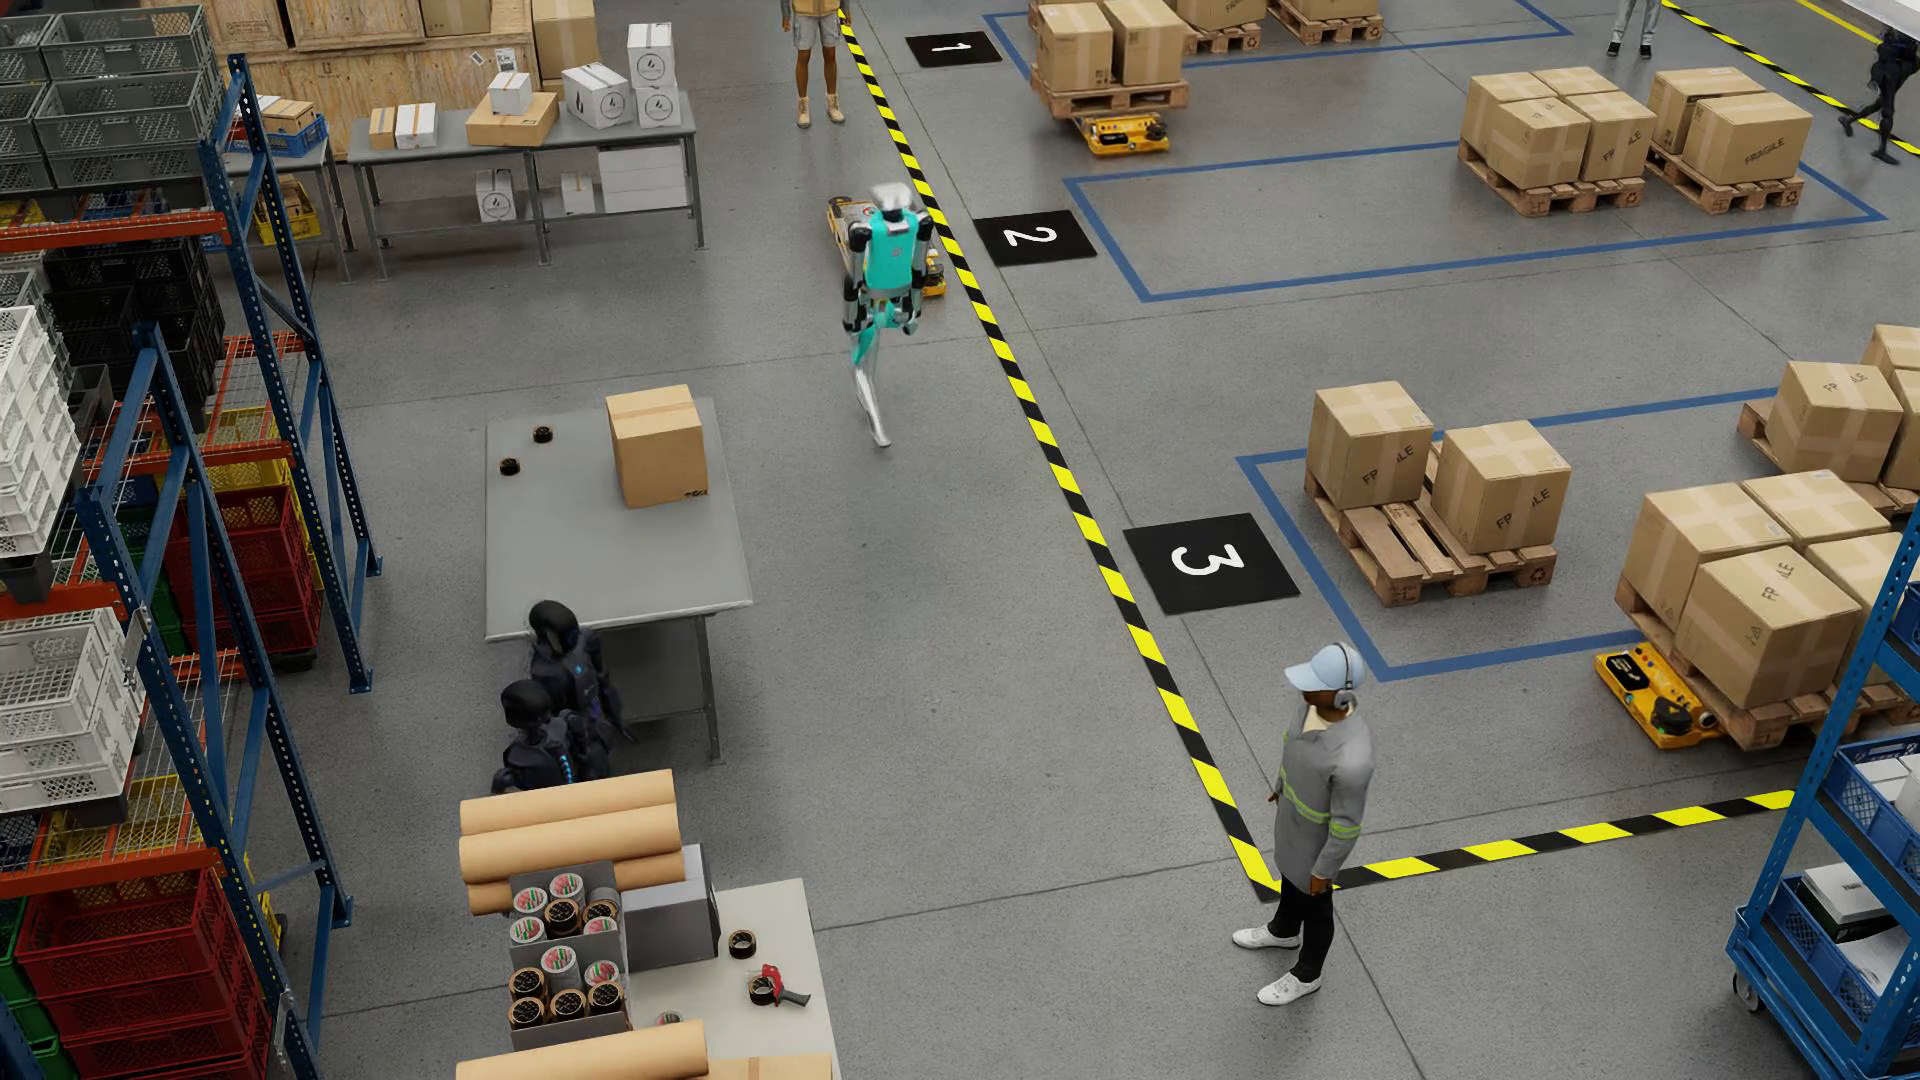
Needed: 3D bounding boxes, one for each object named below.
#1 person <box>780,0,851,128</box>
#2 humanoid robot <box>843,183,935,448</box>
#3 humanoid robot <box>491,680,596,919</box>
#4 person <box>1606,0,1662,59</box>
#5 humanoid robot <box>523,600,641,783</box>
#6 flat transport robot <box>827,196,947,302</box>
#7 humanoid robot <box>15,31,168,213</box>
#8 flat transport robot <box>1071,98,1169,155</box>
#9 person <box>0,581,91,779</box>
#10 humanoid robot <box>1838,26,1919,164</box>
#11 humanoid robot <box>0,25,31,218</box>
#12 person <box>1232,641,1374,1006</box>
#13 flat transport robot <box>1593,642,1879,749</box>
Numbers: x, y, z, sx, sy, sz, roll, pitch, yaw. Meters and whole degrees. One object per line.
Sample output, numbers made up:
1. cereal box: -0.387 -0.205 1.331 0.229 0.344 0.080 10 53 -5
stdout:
1. person: -1.222 -4.525 14.152 0.613 2.039 0.380 -9 38 -12
2. humanoid robot: -0.532 -1.465 10.280 0.552 1.743 0.893 -16 40 -20
3. humanoid robot: -1.646 1.216 6.731 0.331 1.651 0.610 17 40 21
4. person: 6.479 -5.425 15.533 0.600 1.830 0.404 10 38 13
5. humanoid robot: -1.646 0.910 7.160 0.463 1.655 0.601 16 40 21
6. flat transport robot: -0.570 -2.220 12.538 0.659 0.231 1.431 -8 37 -10
7. humanoid robot: -6.214 -2.886 12.253 1.028 1.758 0.540 -8 37 -10
8. flat transport robot: 1.303 -3.784 14.616 0.652 0.197 1.431 -8 37 -10
9. person: -4.389 0.499 7.634 0.448 1.750 0.540 -16 40 -20
10. humanoid robot: 7.785 -4.017 13.829 0.590 1.650 0.774 -14 39 -19
11. humanoid robot: -7.280 -3.062 12.532 0.553 1.899 0.733 3 37 5
12. person: 1.392 1.136 6.700 0.374 1.852 0.588 -6 37 -8
13. flat transport robot: 4.109 0.689 8.604 1.431 0.197 0.652 -8 37 -10
